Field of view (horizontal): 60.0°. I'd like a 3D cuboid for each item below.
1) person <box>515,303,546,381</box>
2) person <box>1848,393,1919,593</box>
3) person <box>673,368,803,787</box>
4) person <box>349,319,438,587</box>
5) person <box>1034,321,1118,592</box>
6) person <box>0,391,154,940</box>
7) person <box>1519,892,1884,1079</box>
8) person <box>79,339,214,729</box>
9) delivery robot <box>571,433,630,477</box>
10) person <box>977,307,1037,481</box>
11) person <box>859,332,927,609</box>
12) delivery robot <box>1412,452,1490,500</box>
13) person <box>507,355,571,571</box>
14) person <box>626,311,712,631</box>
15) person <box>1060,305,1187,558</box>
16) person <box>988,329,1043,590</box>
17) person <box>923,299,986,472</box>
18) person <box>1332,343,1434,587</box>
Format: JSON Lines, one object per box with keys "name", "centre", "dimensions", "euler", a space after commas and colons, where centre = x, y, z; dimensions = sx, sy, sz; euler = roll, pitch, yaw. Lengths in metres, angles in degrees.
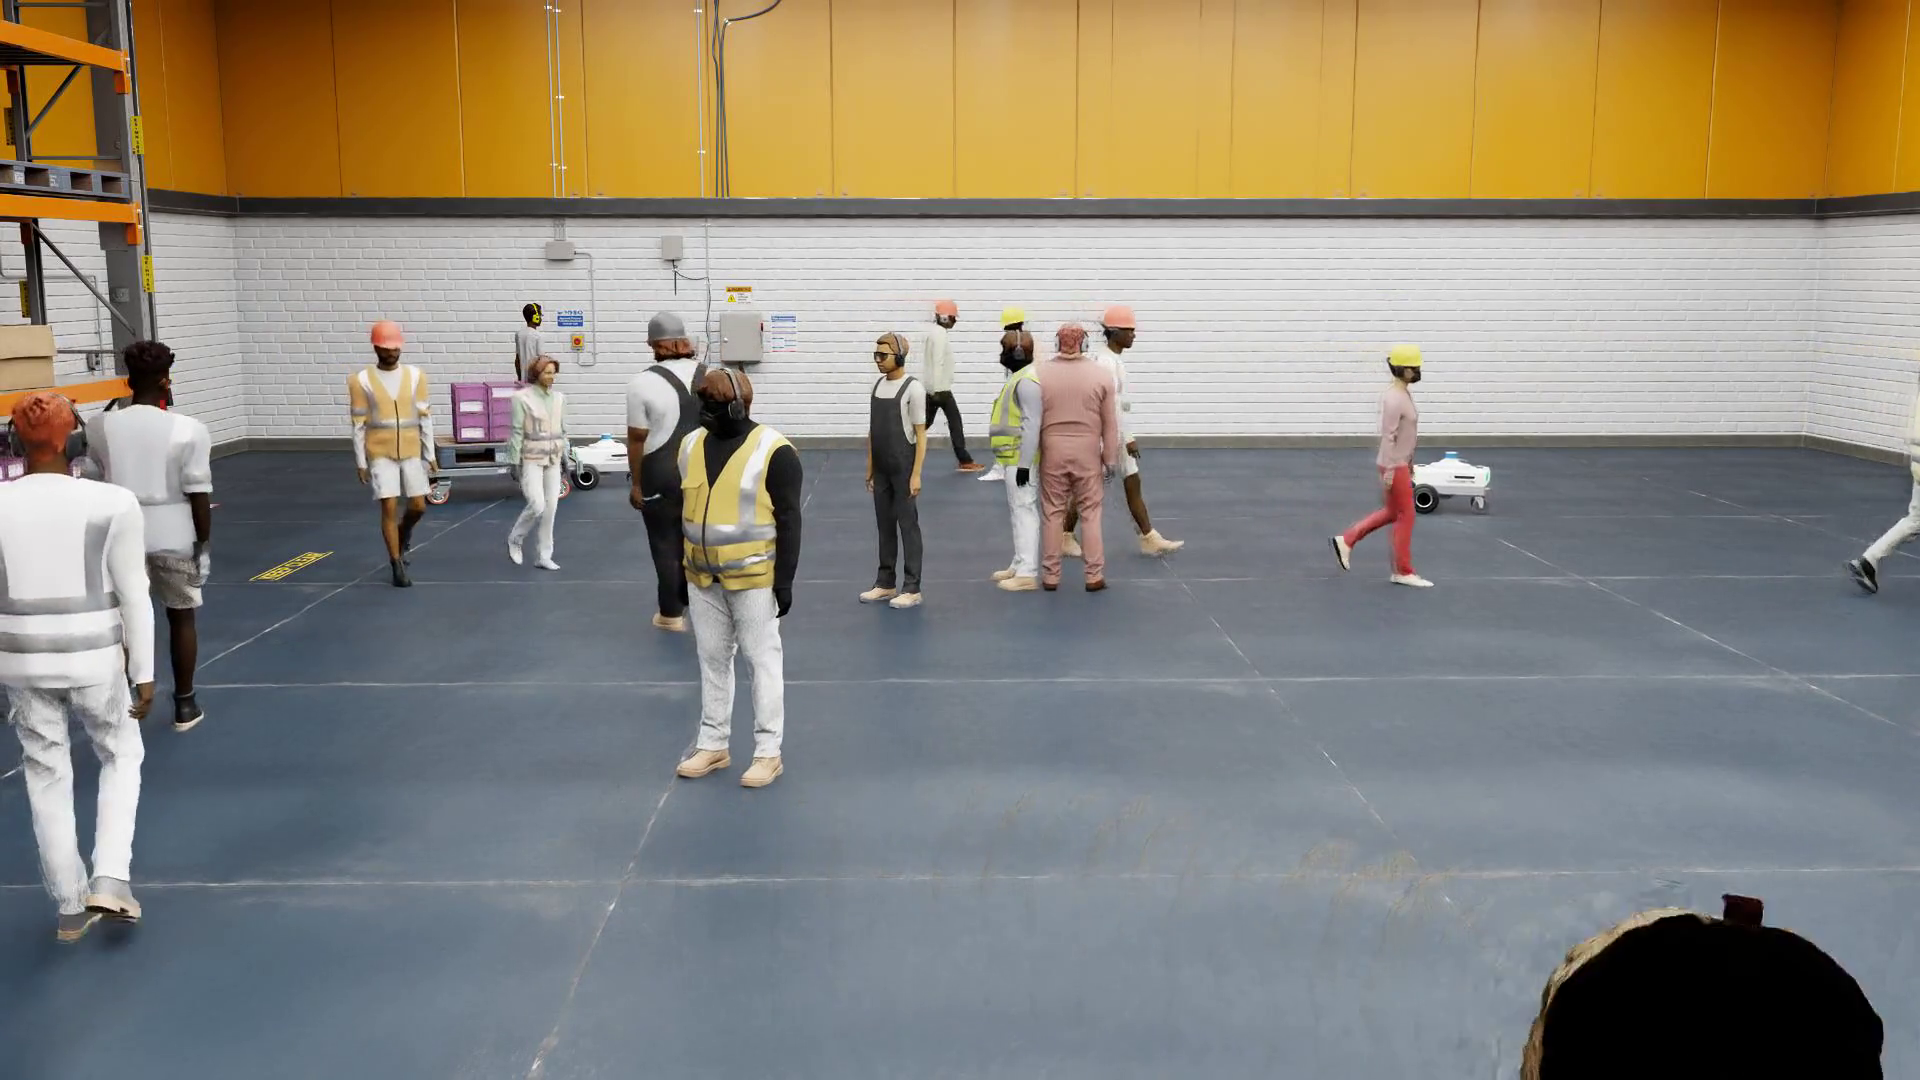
{"name": "person", "centre": [-4.986, -1.840, 19.514], "dimensions": [0.531, 1.871, 0.322], "euler": [6, 11, 34]}
{"name": "person", "centre": [6.631, -0.476, 11.380], "dimensions": [0.839, 1.805, 0.599], "euler": [1, 9, 6]}
{"name": "person", "centre": [-1.000, 0.165, 7.321], "dimensions": [0.627, 1.839, 0.429], "euler": [5, 10, 27]}
{"name": "person", "centre": [-4.077, -0.630, 11.966], "dimensions": [0.580, 1.913, 0.606], "euler": [-6, 11, -32]}
{"name": "person", "centre": [0.783, -0.582, 11.694], "dimensions": [0.651, 1.906, 0.403], "euler": [1, 9, 7]}
{"name": "person", "centre": [-3.018, 0.431, 5.609], "dimensions": [0.578, 1.872, 0.405], "euler": [-3, 10, -18]}
{"name": "person", "centre": [0.441, 1.149, 1.118], "dimensions": [1.022, 1.883, 0.642], "euler": [7, 11, 35]}
{"name": "person", "centre": [-3.880, 0.015, 7.935], "dimensions": [0.615, 1.939, 0.758], "euler": [-2, 10, -13]}
{"name": "delivery robot", "centre": [-3.661, -0.862, 17.255], "dimensions": [0.707, 0.478, 0.477], "euler": [-3, 10, -16]}
{"name": "person", "centre": [0.697, -1.562, 17.819], "dimensions": [0.962, 1.878, 0.590], "euler": [-4, 10, -24]}
{"name": "person", "centre": [-0.448, -0.467, 11.173], "dimensions": [0.513, 1.845, 0.340], "euler": [9, 13, 43]}
{"name": "delivery robot", "centre": [4.575, -0.579, 15.521], "dimensions": [0.707, 0.478, 0.477], "euler": [2, 9, 14]}
{"name": "person", "centre": [-3.160, -0.576, 12.489], "dimensions": [0.394, 1.620, 0.526], "euler": [6, 11, 34]}
{"name": "person", "centre": [-1.739, -0.422, 10.299], "dimensions": [0.692, 2.000, 0.700], "euler": [-7, 12, -39]}
{"name": "person", "centre": [1.217, -0.822, 12.933], "dimensions": [1.035, 1.989, 0.612], "euler": [3, 10, 18]}
{"name": "person", "centre": [0.416, -0.569, 11.814], "dimensions": [0.429, 1.840, 0.633], "euler": [-1, 9, -3]}
{"name": "person", "centre": [-0.281, -1.711, 18.551], "dimensions": [1.049, 1.938, 0.621], "euler": [-1, 9, -9]}
{"name": "person", "centre": [3.068, -0.549, 11.958], "dimensions": [0.686, 1.748, 0.523], "euler": [4, 10, 22]}
